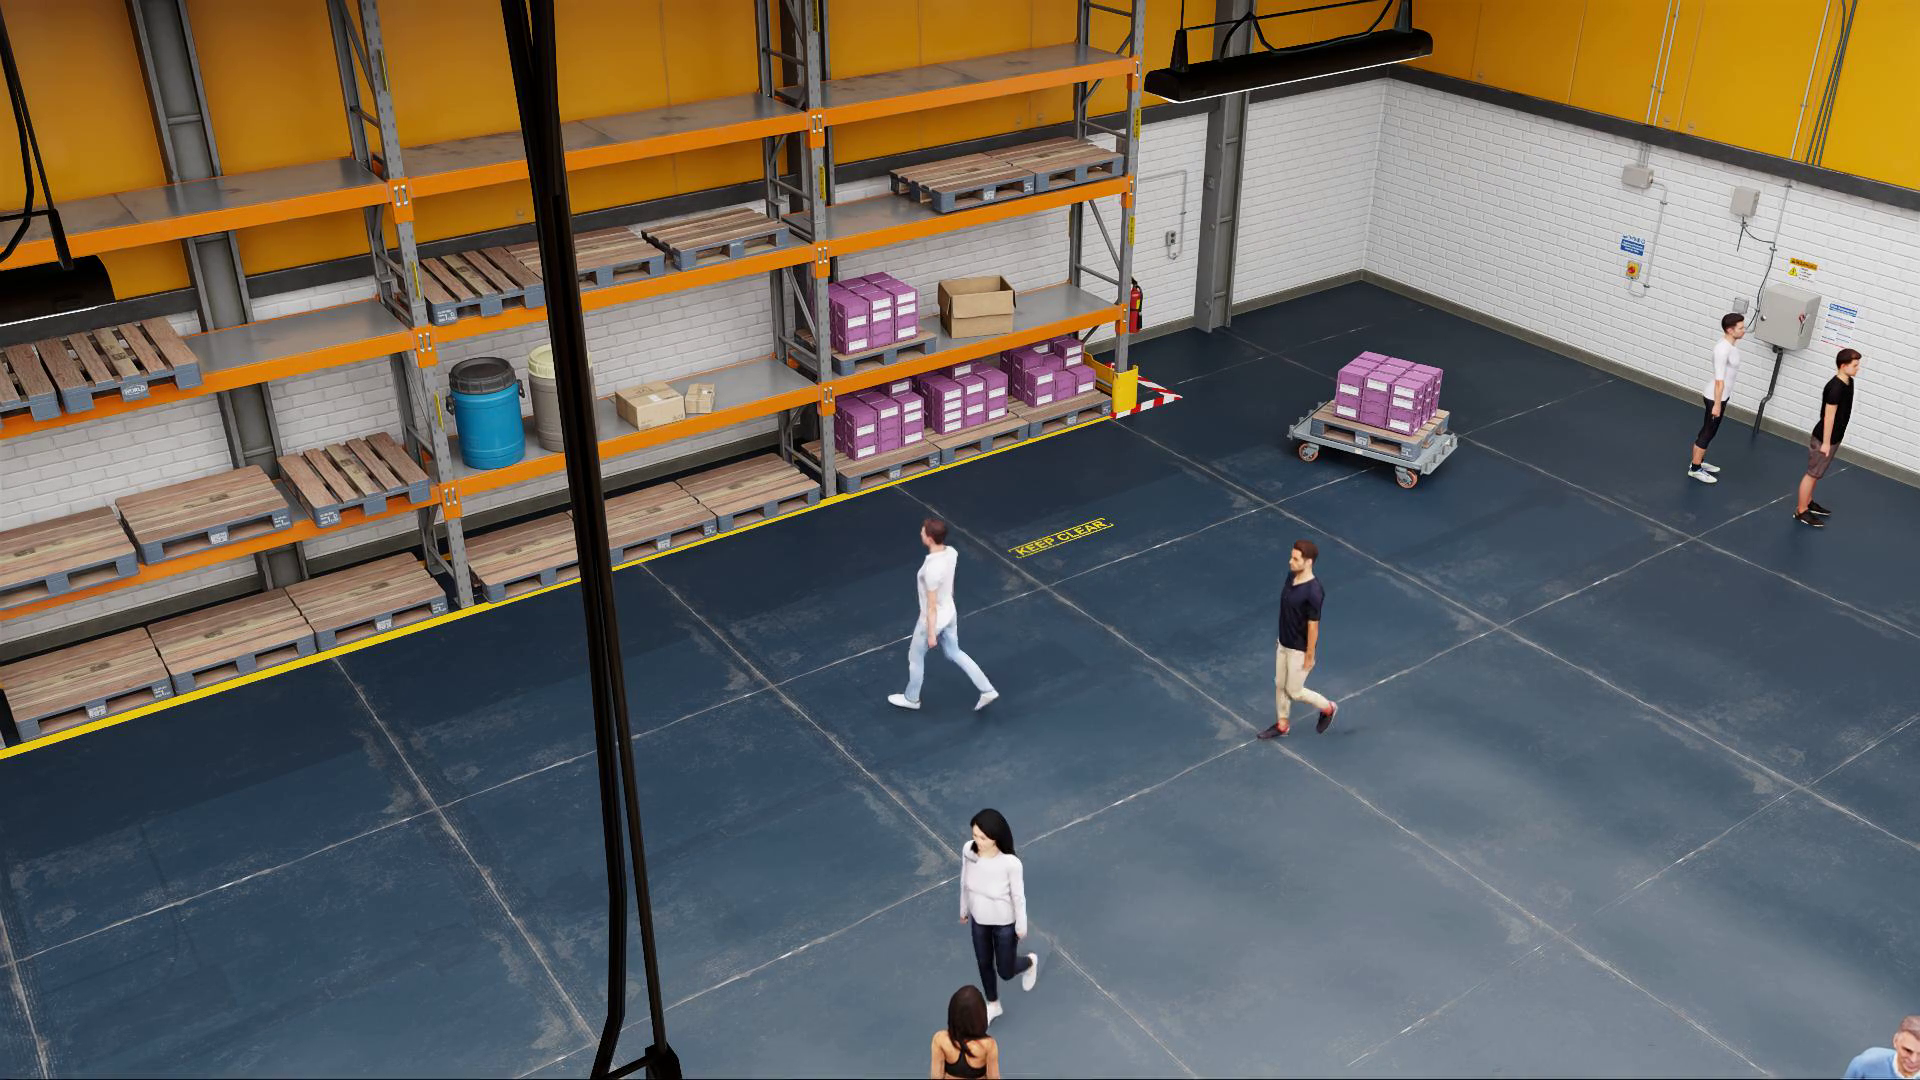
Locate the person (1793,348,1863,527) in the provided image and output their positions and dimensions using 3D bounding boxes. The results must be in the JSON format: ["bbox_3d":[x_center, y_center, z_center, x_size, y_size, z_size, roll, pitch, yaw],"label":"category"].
[{"bbox_3d":[8.811,-1.077,16.886,0.799,1.862,0.636,20,34,32],"label":"person"}]

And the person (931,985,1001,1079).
[{"bbox_3d":[0.025,3.166,9.336,0.620,1.643,0.689,3,29,6],"label":"person"}]

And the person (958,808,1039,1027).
[{"bbox_3d":[0.271,2.387,10.719,0.795,1.685,0.904,15,32,26],"label":"person"}]

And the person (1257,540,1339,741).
[{"bbox_3d":[2.793,0.825,13.417,0.952,1.844,0.779,-9,30,-16],"label":"person"}]

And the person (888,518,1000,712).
[{"bbox_3d":[-0.102,0.676,13.719,1.113,1.816,1.218,13,31,22],"label":"person"}]

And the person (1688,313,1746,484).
[{"bbox_3d":[8.083,-1.548,17.760,0.807,1.852,0.668,15,32,25],"label":"person"}]
